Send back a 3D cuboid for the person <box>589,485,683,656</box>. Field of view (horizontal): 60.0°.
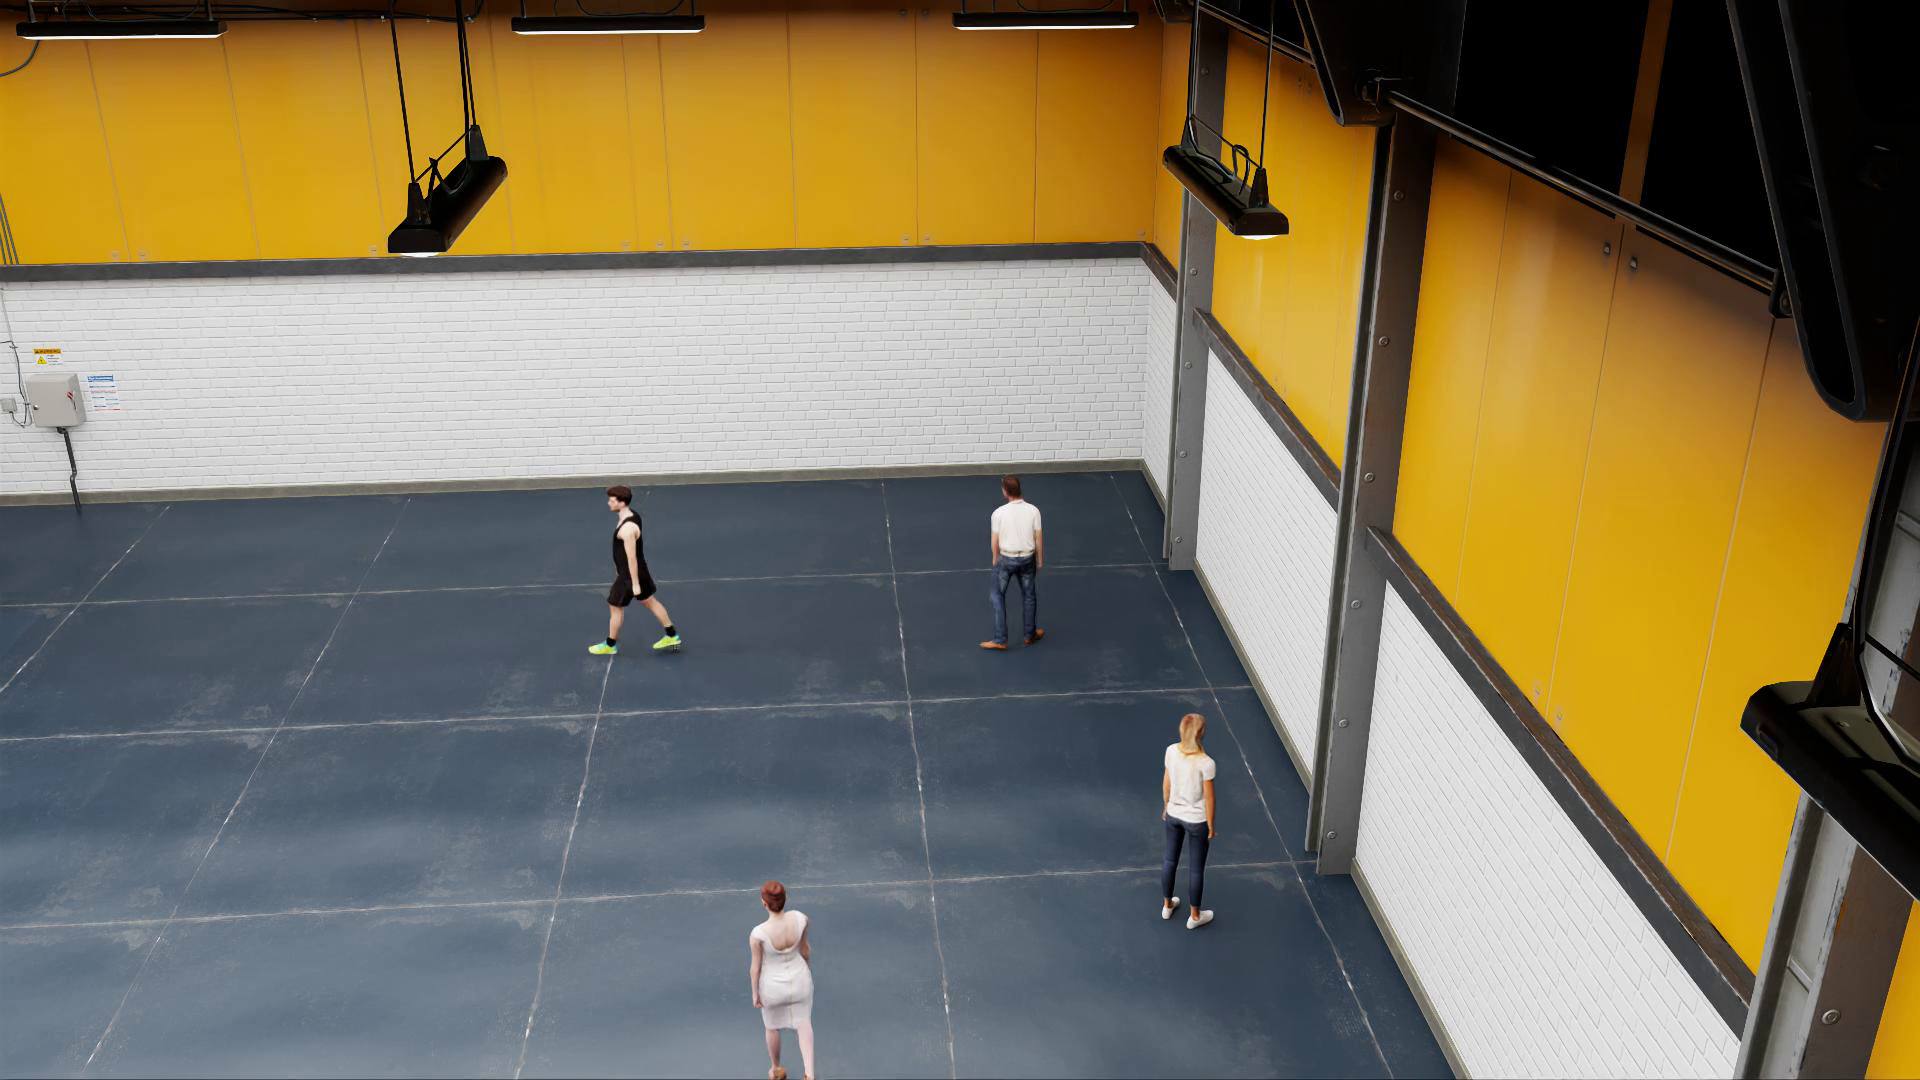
[{"bbox_3d":[-3.235,0.326,16.828,0.738,1.845,1.093,-2,24,-5],"label":"person"}]

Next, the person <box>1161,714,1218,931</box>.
[{"bbox_3d":[1.738,2.142,12.720,0.667,1.808,0.725,18,30,36],"label":"person"}]

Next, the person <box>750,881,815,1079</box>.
[{"bbox_3d":[-1.114,2.976,10.851,0.762,1.778,0.964,-10,26,-22],"label":"person"}]

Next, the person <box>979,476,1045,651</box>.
[{"bbox_3d":[0.611,0.231,17.063,0.937,1.832,0.722,1,24,3],"label":"person"}]
